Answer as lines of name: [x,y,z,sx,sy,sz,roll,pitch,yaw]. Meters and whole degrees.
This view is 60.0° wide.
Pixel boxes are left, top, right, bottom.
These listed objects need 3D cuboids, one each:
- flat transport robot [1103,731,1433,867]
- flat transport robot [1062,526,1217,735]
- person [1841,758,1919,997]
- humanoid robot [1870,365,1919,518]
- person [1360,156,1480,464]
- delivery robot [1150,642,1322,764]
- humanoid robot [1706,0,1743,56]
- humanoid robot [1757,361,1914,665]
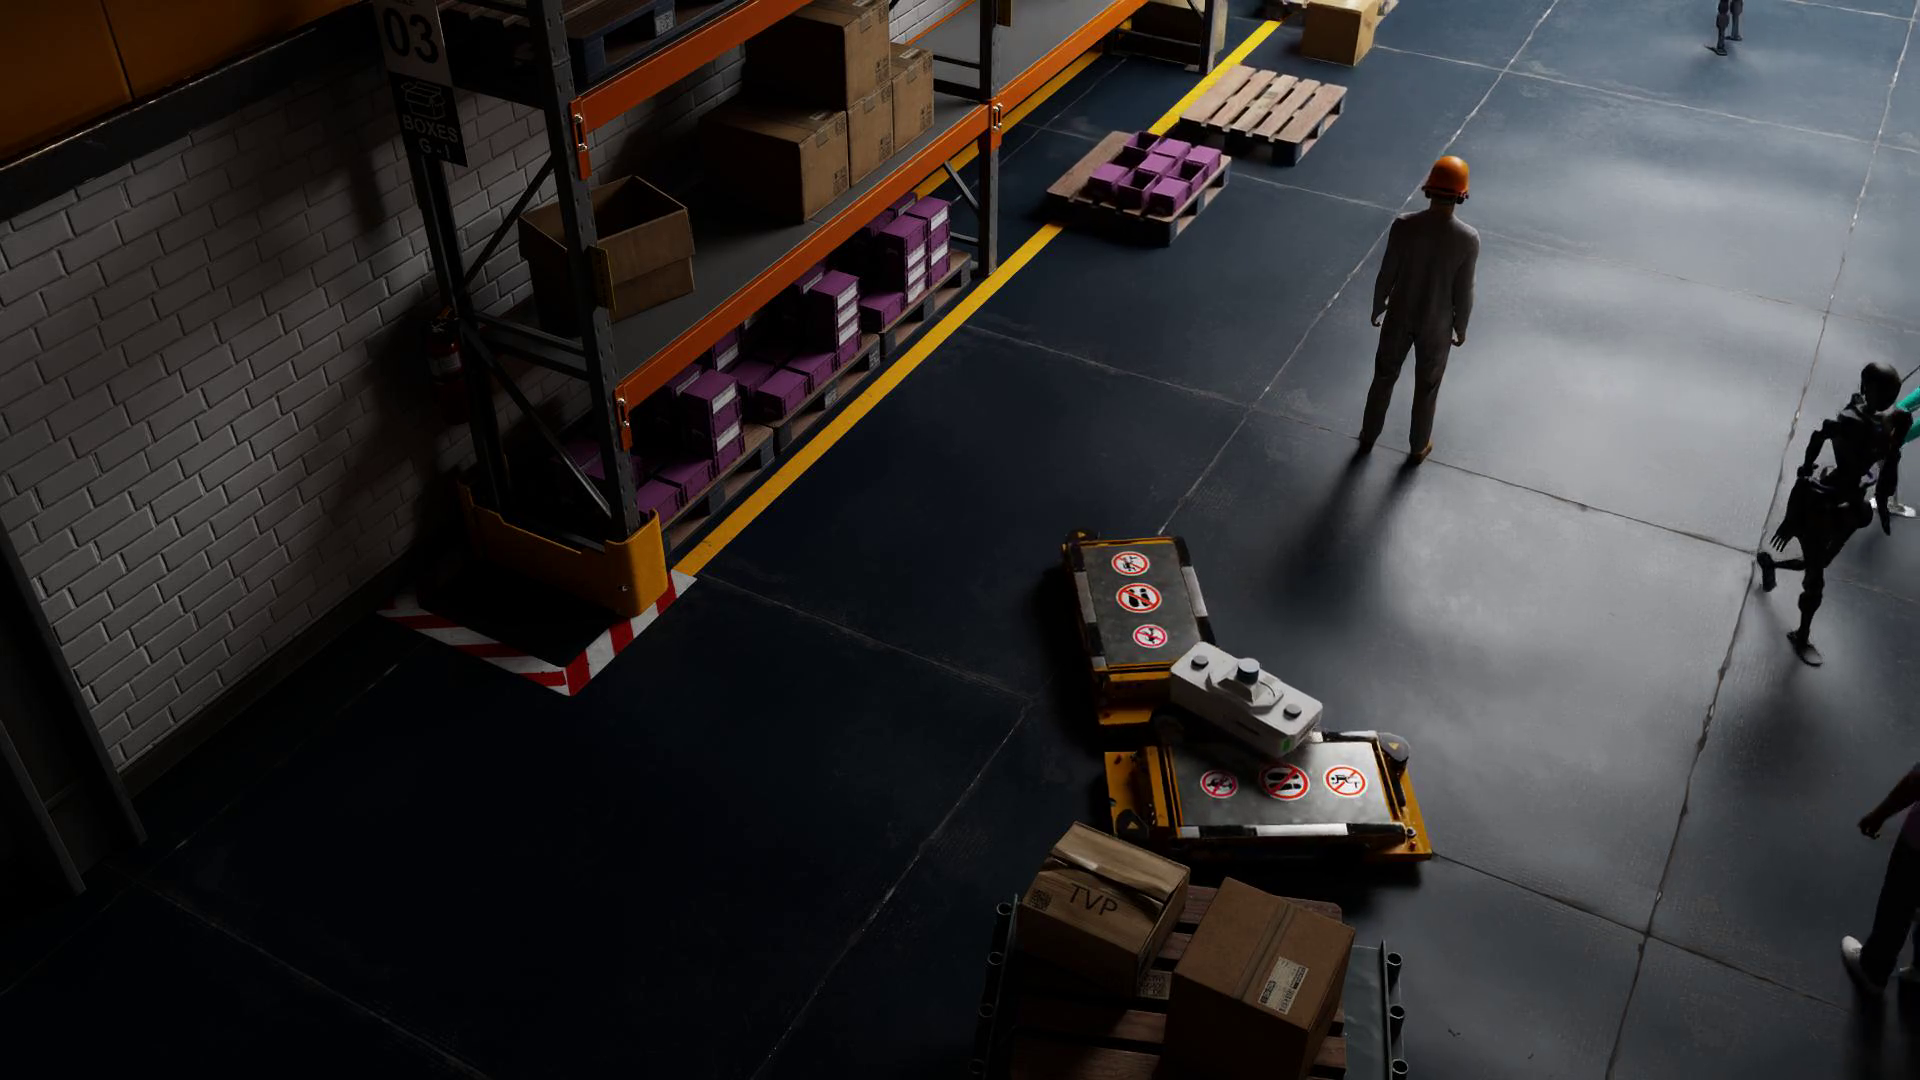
flat transport robot: [1.410,1.203,7.716,1.431,0.231,0.659,-1,39,-1]
flat transport robot: [0.948,0.437,8.673,0.659,0.231,1.431,-3,39,-4]
person: [3.907,1.125,6.562,0.545,1.832,0.395,0,39,0]
humanoid robot: [5.324,-0.833,9.093,0.825,1.789,0.604,-6,39,-7]
person: [2.650,-1.312,9.571,0.560,1.888,0.399,17,42,20]
delivery robot: [1.336,0.815,7.987,0.815,0.614,0.499,28,46,30]
humanoid robot: [6.792,-5.049,14.410,0.590,1.645,0.354,-7,39,-8]
humanoid robot: [4.394,-0.201,8.386,0.609,1.646,0.720,-7,39,-9]
